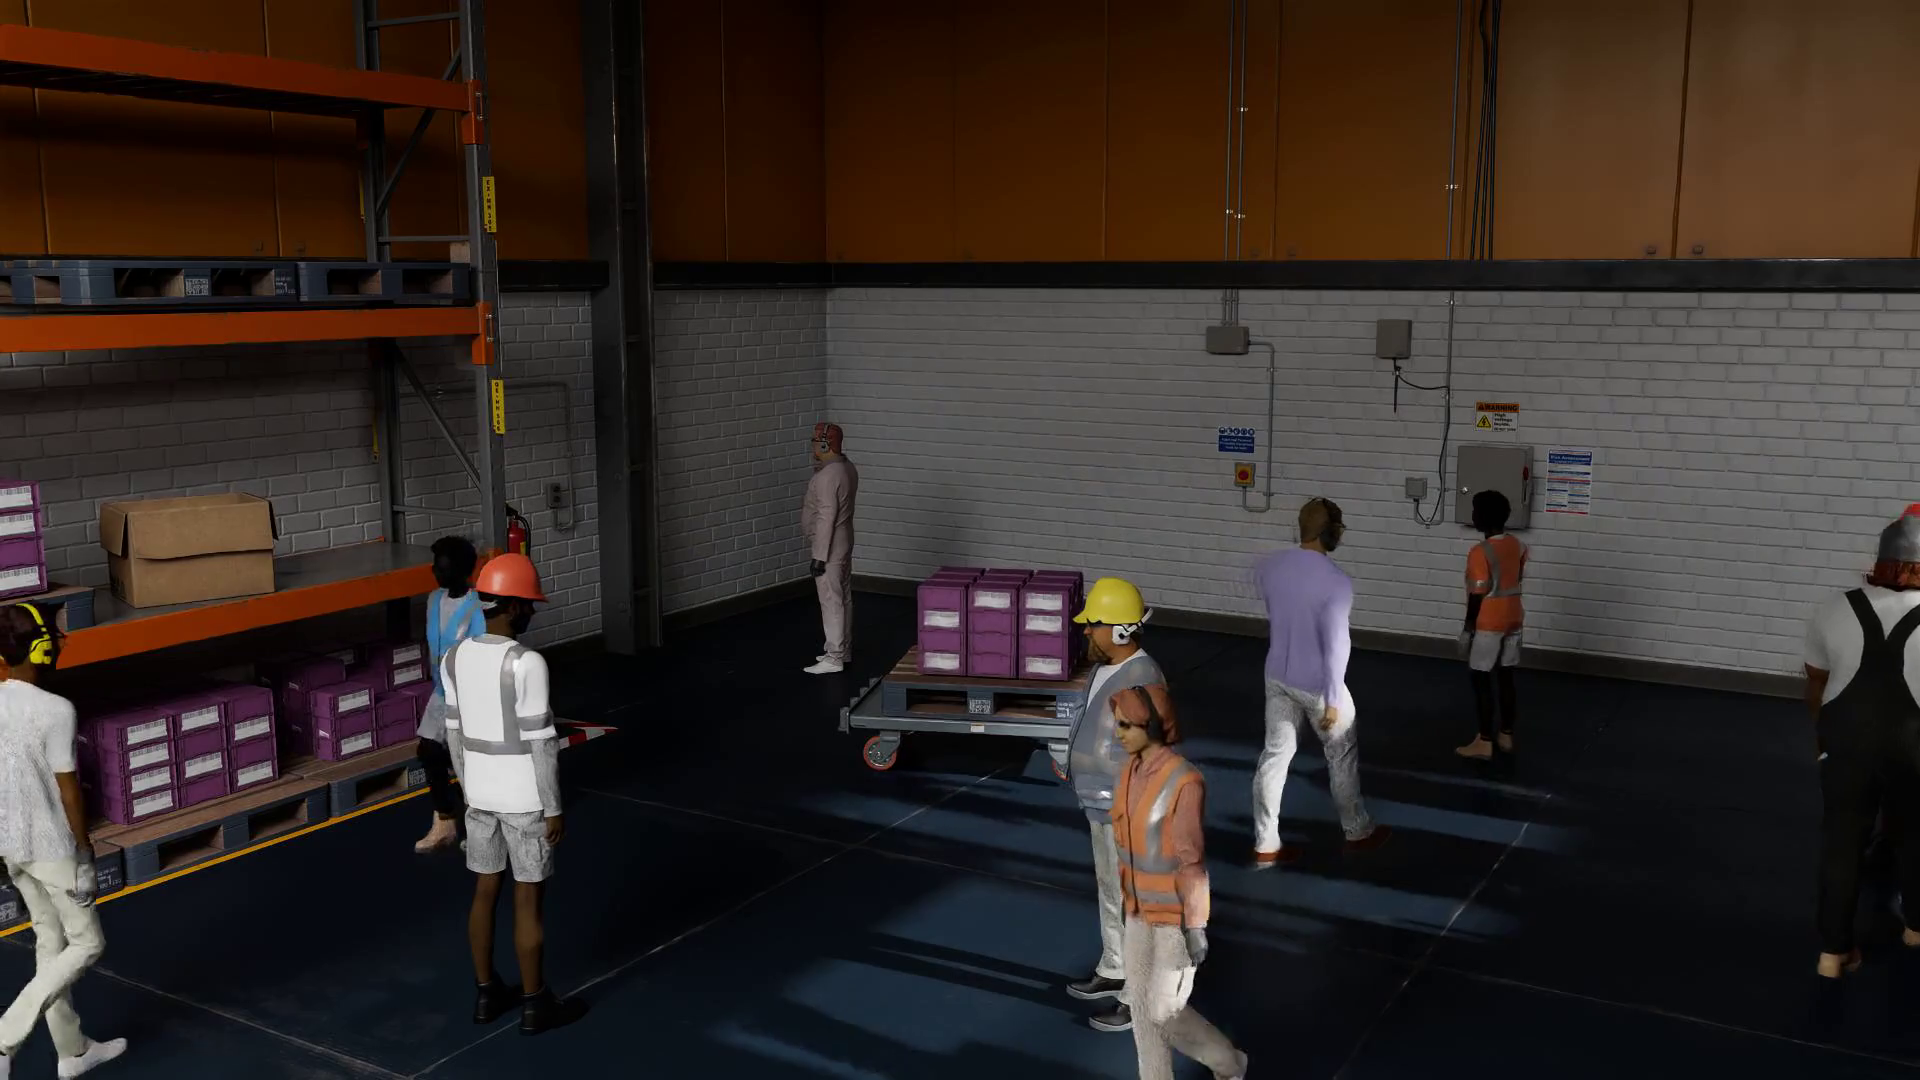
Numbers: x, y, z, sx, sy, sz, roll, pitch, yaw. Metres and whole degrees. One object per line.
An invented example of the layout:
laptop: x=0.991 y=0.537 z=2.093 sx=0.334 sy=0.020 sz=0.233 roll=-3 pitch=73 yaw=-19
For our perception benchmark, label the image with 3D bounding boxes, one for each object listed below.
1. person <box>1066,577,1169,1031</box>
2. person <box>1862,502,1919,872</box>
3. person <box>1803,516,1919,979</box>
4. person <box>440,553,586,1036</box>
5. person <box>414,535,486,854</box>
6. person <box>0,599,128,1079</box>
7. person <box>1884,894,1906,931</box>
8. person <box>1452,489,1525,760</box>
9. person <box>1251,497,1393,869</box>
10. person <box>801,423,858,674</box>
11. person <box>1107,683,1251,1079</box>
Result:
person: x=0.630 y=1.051 z=6.710 sx=0.404 sy=1.829 sz=0.600 roll=-2 pitch=9 yaw=-11
person: x=4.872 y=0.758 z=8.319 sx=0.733 sy=1.911 sz=0.551 roll=3 pitch=10 yaw=17
person: x=4.073 y=0.856 z=7.278 sx=0.696 sy=2.000 sz=0.976 roll=8 pitch=12 yaw=43
person: x=-1.789 y=1.011 z=6.663 sx=0.543 sy=1.927 sz=0.375 roll=5 pitch=11 yaw=30
person: x=-2.633 y=0.818 z=8.605 sx=0.553 sy=1.677 sz=0.567 roll=6 pitch=11 yaw=34
person: x=-3.387 y=1.143 z=6.068 sx=0.535 sy=1.855 sz=0.625 roll=4 pitch=10 yaw=21
person: x=4.654 y=0.995 z=7.414 sx=0.885 sy=1.722 sz=0.525 roll=3 pitch=10 yaw=18
person: x=3.331 y=0.529 z=10.410 sx=0.584 sy=1.693 sz=0.316 roll=-8 pitch=12 yaw=-41
person: x=1.870 y=0.724 z=8.547 sx=0.918 sy=1.905 sz=0.635 roll=-6 pitch=11 yaw=-34
person: x=-1.002 y=0.061 z=12.660 sx=0.410 sy=1.909 sz=0.643 roll=2 pitch=9 yaw=11
person: x=0.743 y=1.294 z=5.825 sx=0.425 sy=1.619 sz=0.536 roll=-4 pitch=10 yaw=-26
